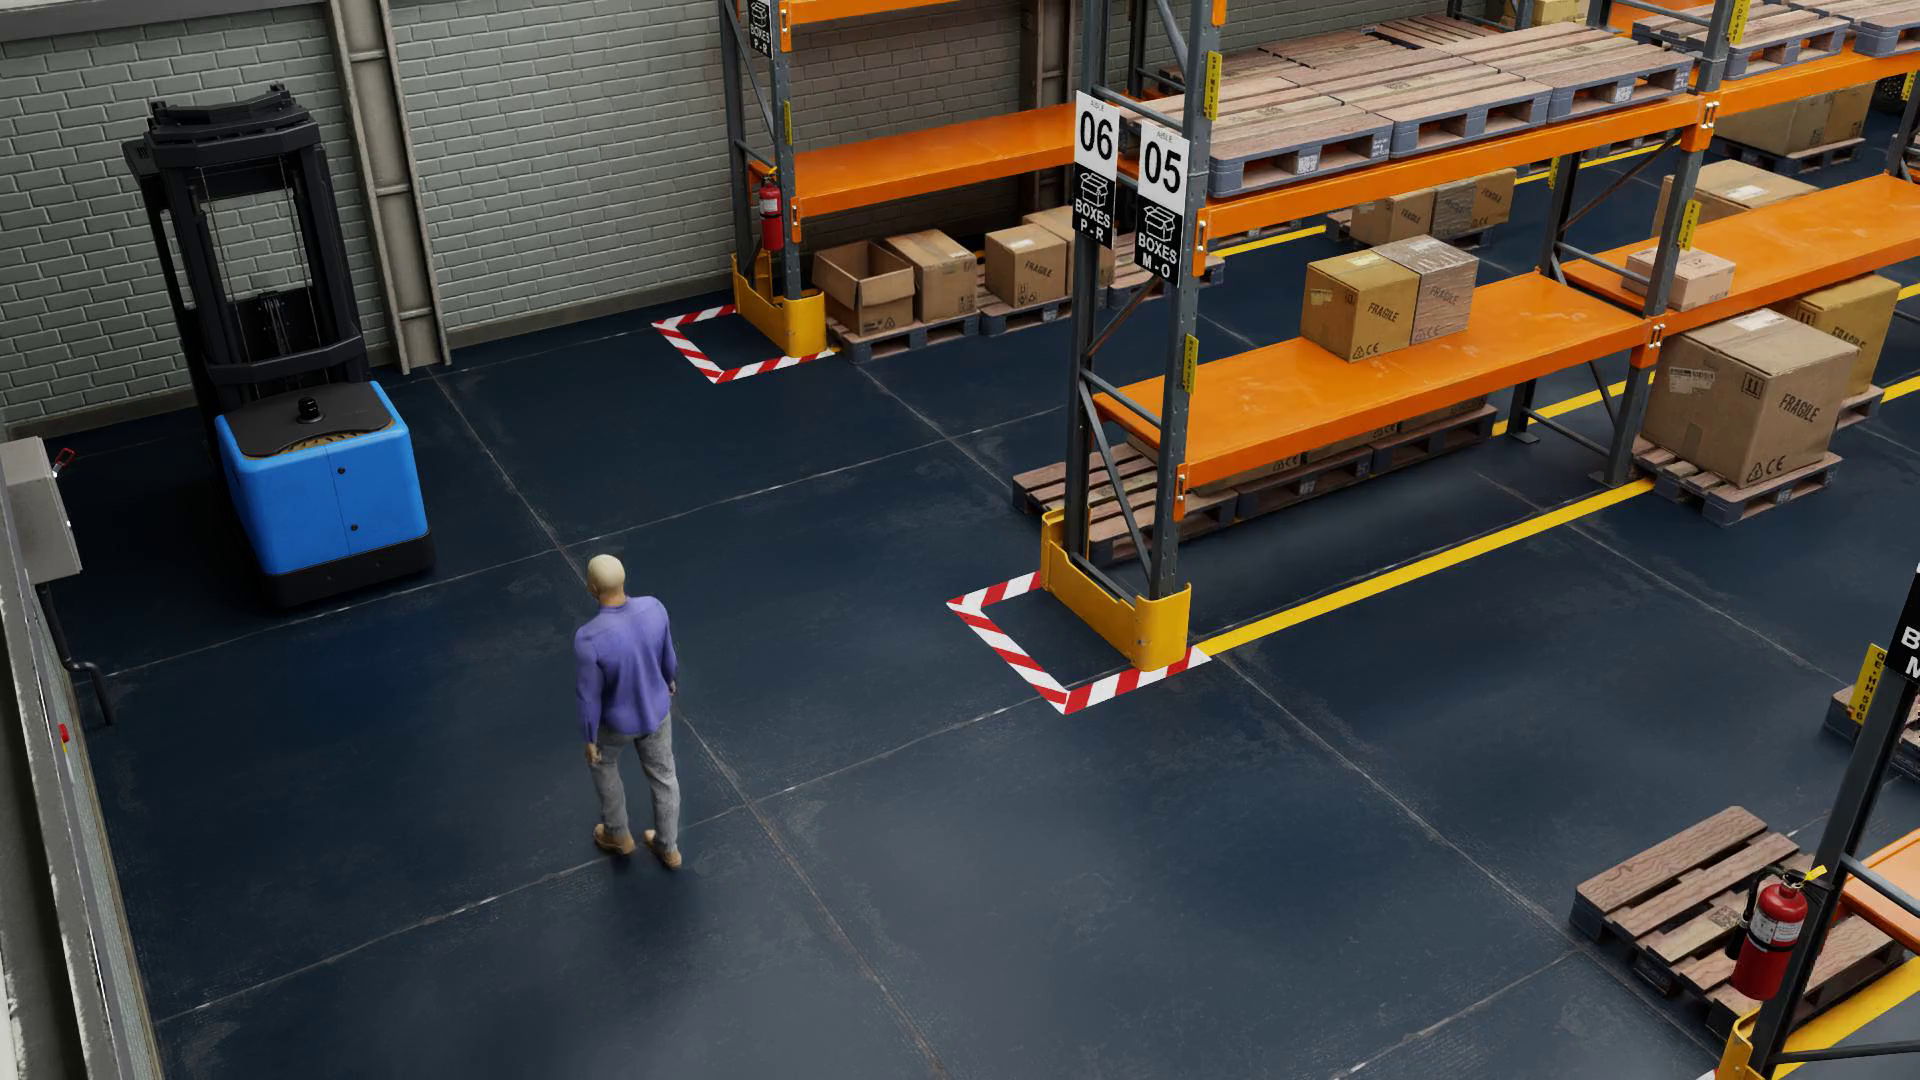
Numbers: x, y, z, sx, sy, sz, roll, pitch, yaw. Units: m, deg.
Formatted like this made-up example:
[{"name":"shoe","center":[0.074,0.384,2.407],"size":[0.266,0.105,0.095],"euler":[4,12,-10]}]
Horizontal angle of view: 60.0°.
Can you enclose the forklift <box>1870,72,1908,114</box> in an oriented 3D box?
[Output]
[{"name":"forklift","center":[11.468,-5.645,18.244],"size":[1.214,2.155,2.313],"euler":[-17,36,-26]}]

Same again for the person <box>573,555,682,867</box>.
[{"name":"person","center":[-1.637,0.824,8.177],"size":[0.618,1.781,0.610],"euler":[-22,38,-31]}]

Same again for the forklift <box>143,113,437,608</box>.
[{"name":"forklift","center":[-4.289,-1.259,10.509],"size":[1.129,2.768,1.873],"euler":[-17,36,-26]}]
